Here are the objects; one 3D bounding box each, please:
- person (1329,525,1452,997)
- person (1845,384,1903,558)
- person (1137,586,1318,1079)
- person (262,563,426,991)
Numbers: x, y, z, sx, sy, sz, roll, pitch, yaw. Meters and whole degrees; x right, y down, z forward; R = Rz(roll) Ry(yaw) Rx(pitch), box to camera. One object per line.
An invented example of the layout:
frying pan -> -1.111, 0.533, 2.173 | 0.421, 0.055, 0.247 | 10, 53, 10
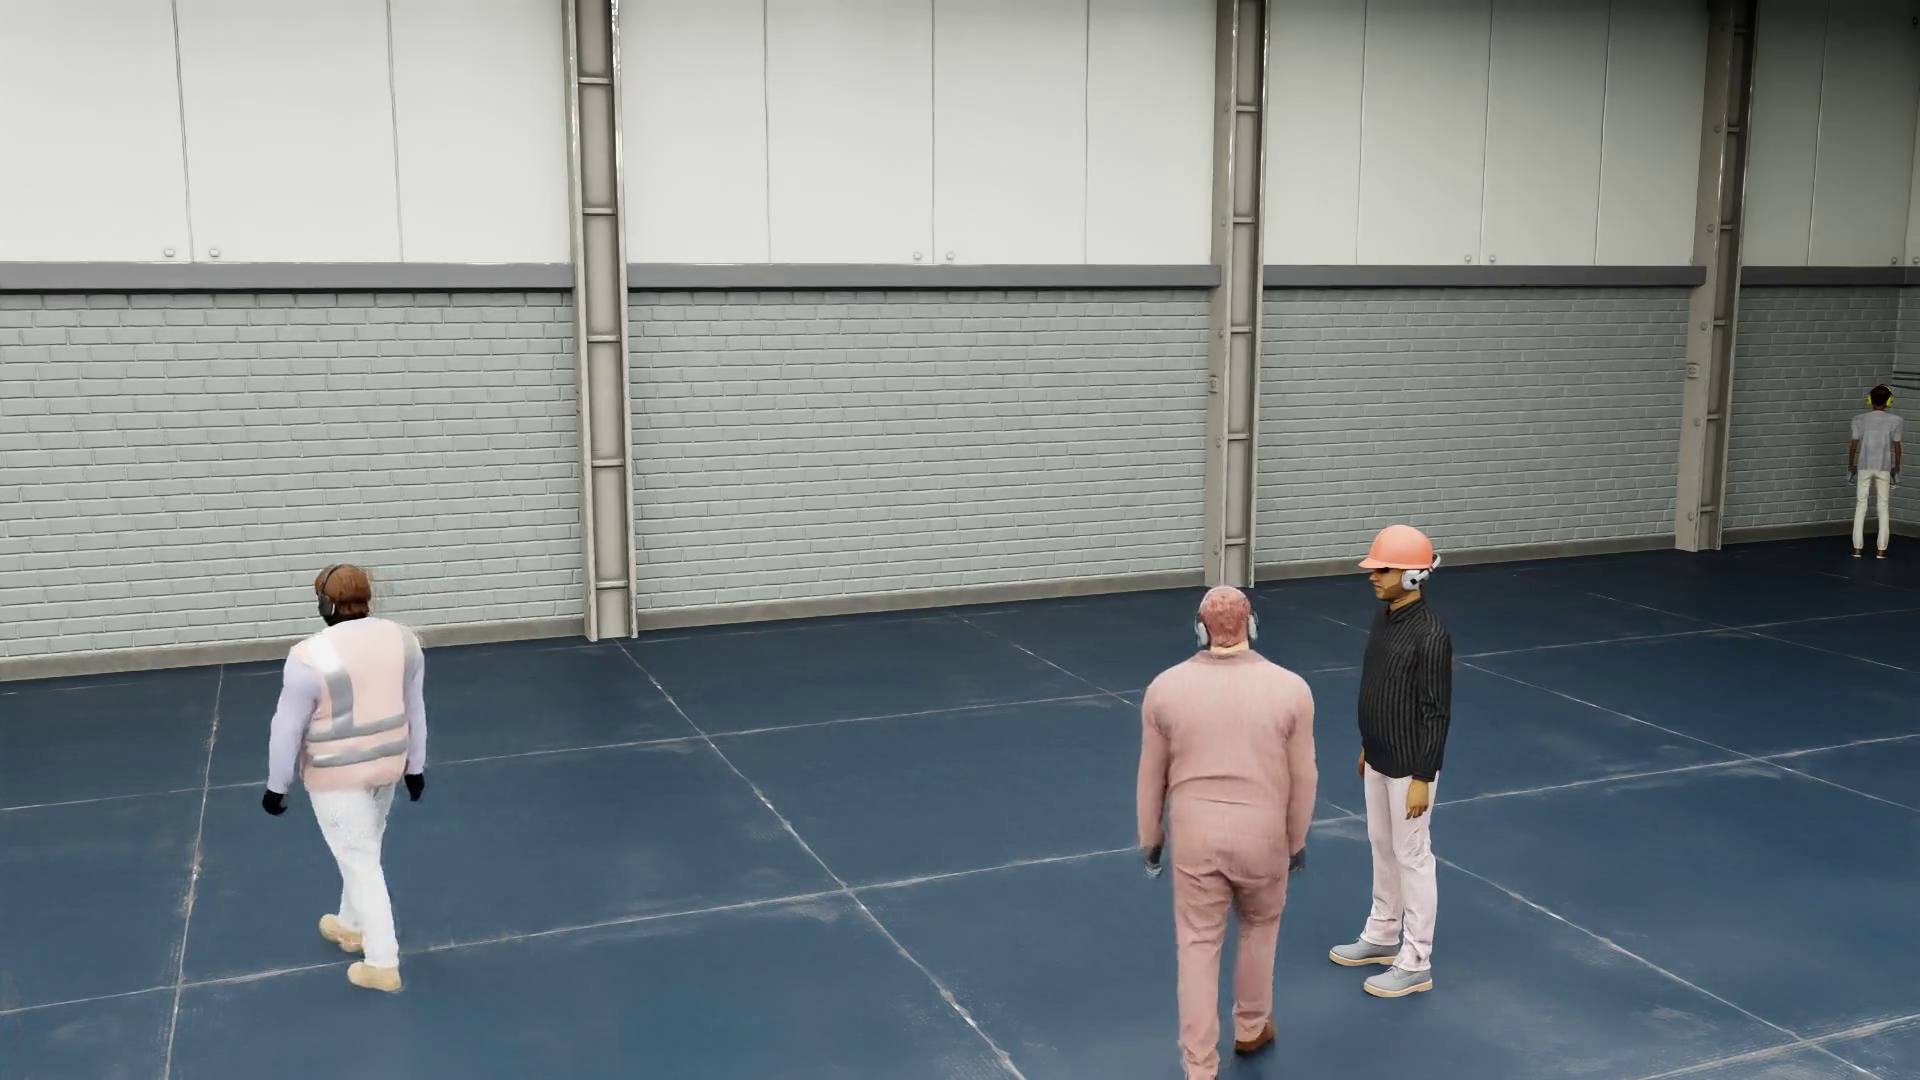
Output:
person -> 1.852, 0.923, 7.063 | 0.382, 1.995, 0.612 | -2, 9, -11
person -> 9.823, -0.739, 17.888 | 0.515, 1.872, 0.333 | 5, 10, 30
person -> 1.014, 1.106, 6.309 | 0.672, 1.867, 0.790 | 3, 9, 18
person -> -2.699, 0.996, 7.176 | 0.851, 1.807, 0.643 | 6, 11, 31
